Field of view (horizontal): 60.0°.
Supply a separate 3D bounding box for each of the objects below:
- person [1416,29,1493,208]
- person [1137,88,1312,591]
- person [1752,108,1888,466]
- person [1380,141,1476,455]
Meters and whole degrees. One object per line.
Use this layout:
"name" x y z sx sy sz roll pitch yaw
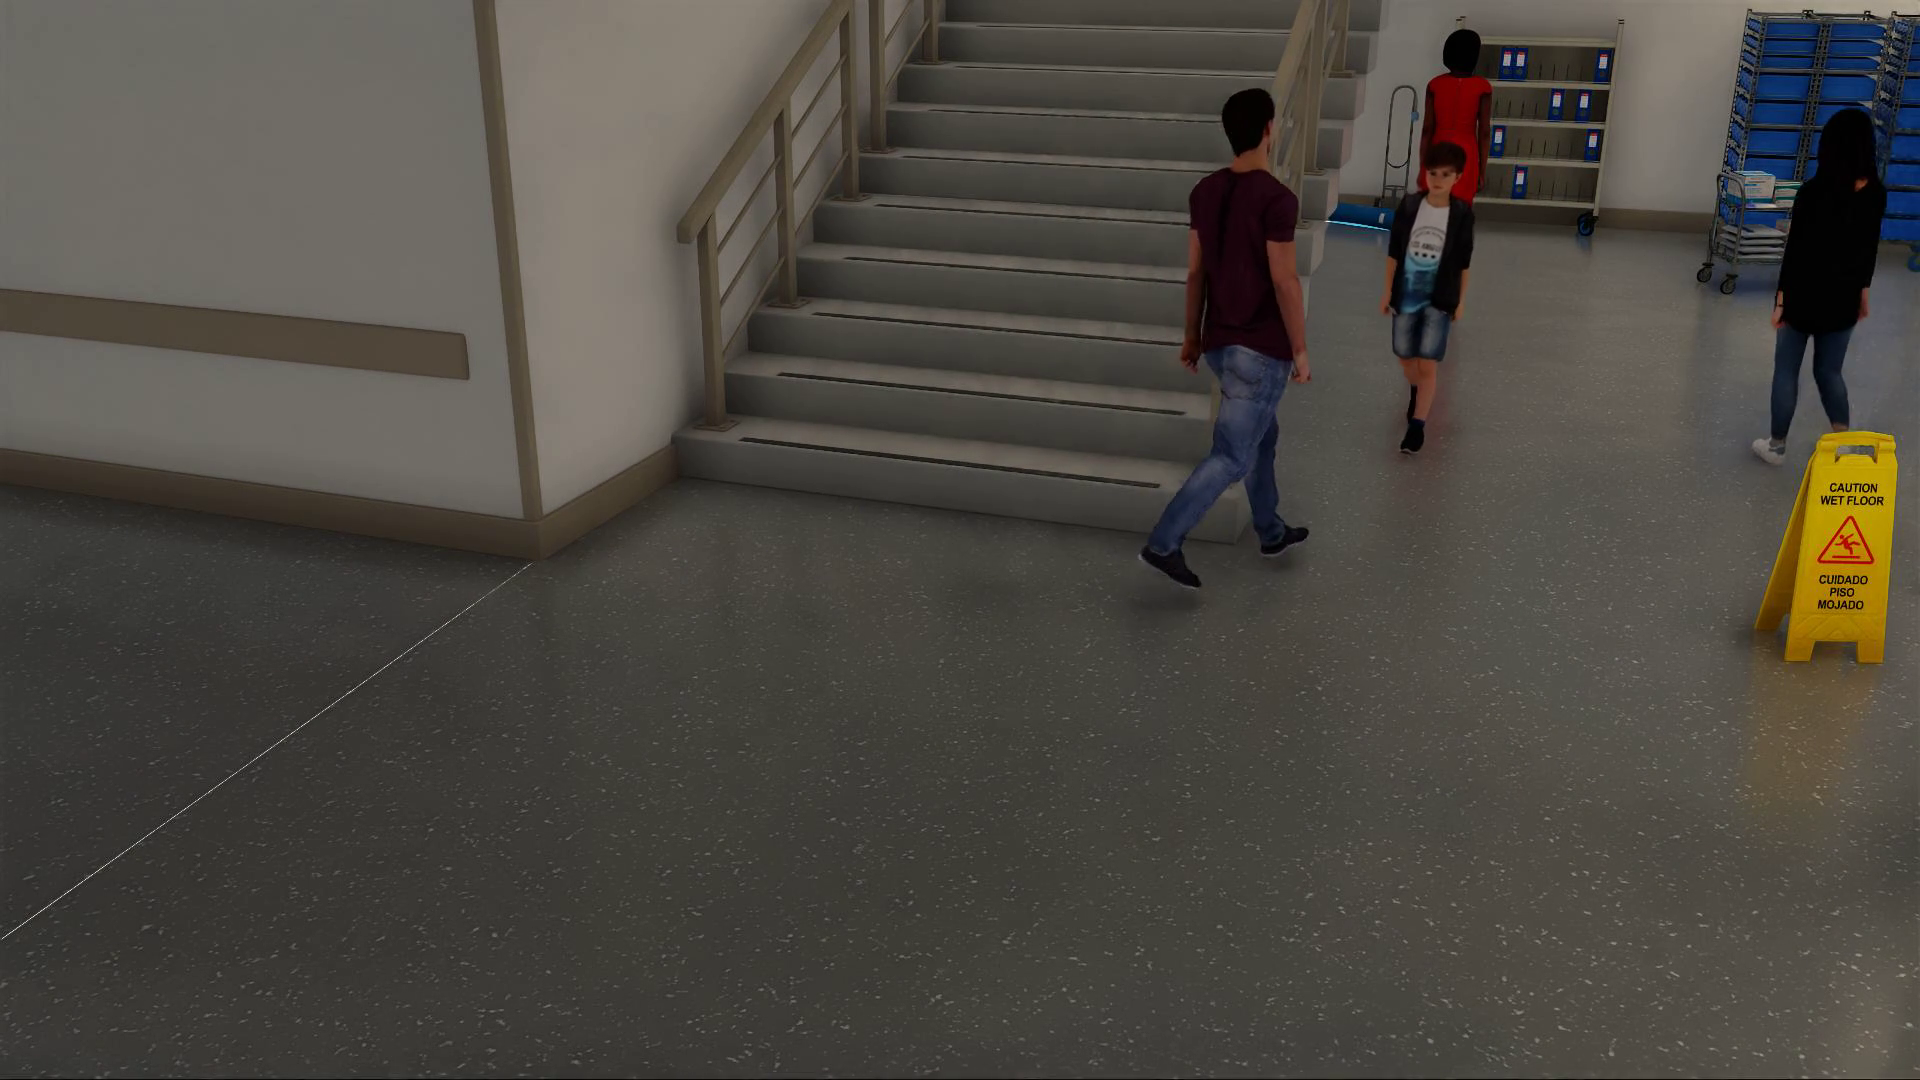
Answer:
"person" 3.139 -2.361 10.644 0.574 1.744 0.483 8 22 19
"person" 0.999 -0.700 6.165 1.263 1.809 1.145 -12 24 -29
"person" 3.835 -1.051 7.347 0.752 1.628 1.030 1 21 2
"person" 2.223 -1.162 7.932 0.622 1.420 0.984 11 23 27
